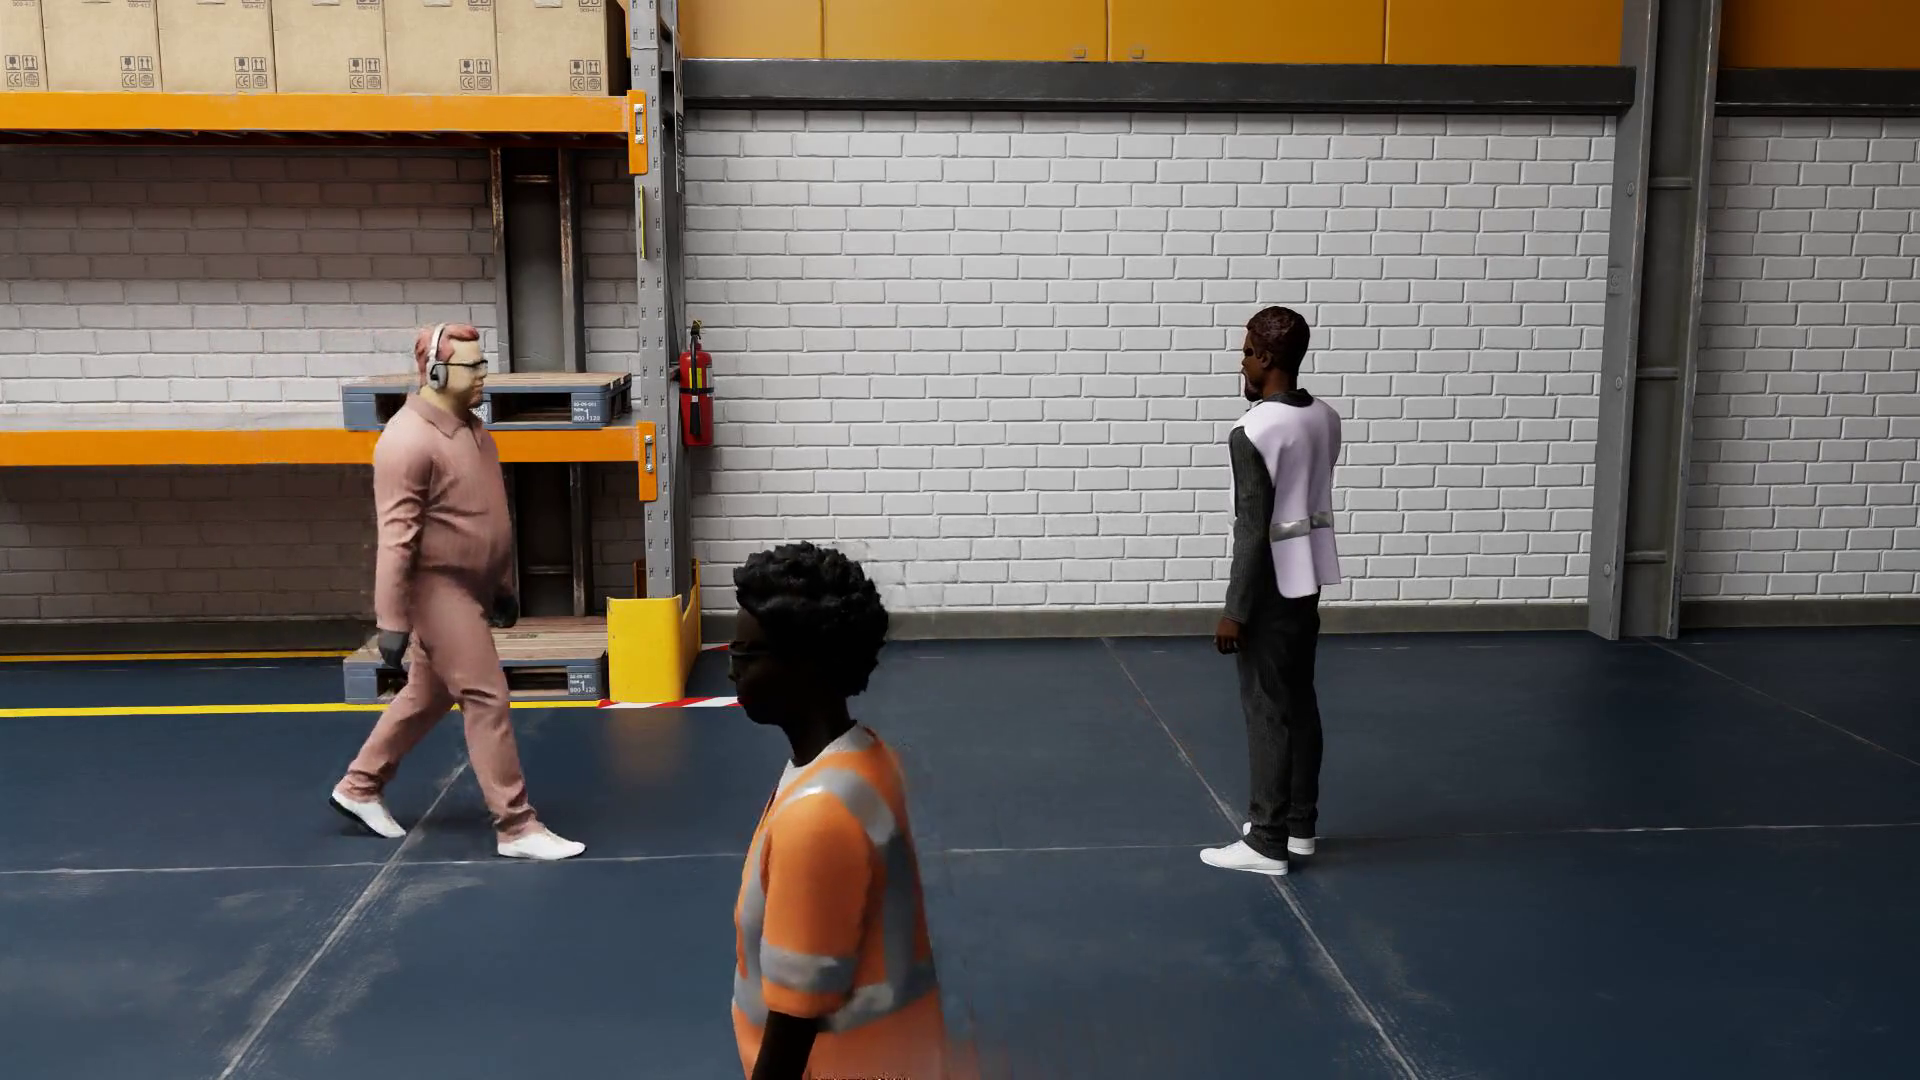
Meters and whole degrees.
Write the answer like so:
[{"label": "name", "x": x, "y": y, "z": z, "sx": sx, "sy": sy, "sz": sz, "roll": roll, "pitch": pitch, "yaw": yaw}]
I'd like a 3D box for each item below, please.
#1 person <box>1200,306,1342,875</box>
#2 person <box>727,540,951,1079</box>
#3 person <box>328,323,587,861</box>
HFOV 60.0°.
[{"label": "person", "x": 1.074, "y": 0.176, "z": 5.638, "sx": 0.392, "sy": 1.920, "sz": 0.593, "roll": 7, "pitch": 11, "yaw": 36}, {"label": "person", "x": -0.157, "y": 0.817, "z": 2.482, "sx": 0.915, "sy": 1.642, "sz": 0.527, "roll": -1, "pitch": 9, "yaw": -7}, {"label": "person", "x": -1.821, "y": 0.181, "z": 5.777, "sx": 0.954, "sy": 1.873, "sz": 0.669, "roll": 1, "pitch": 9, "yaw": 4}]
